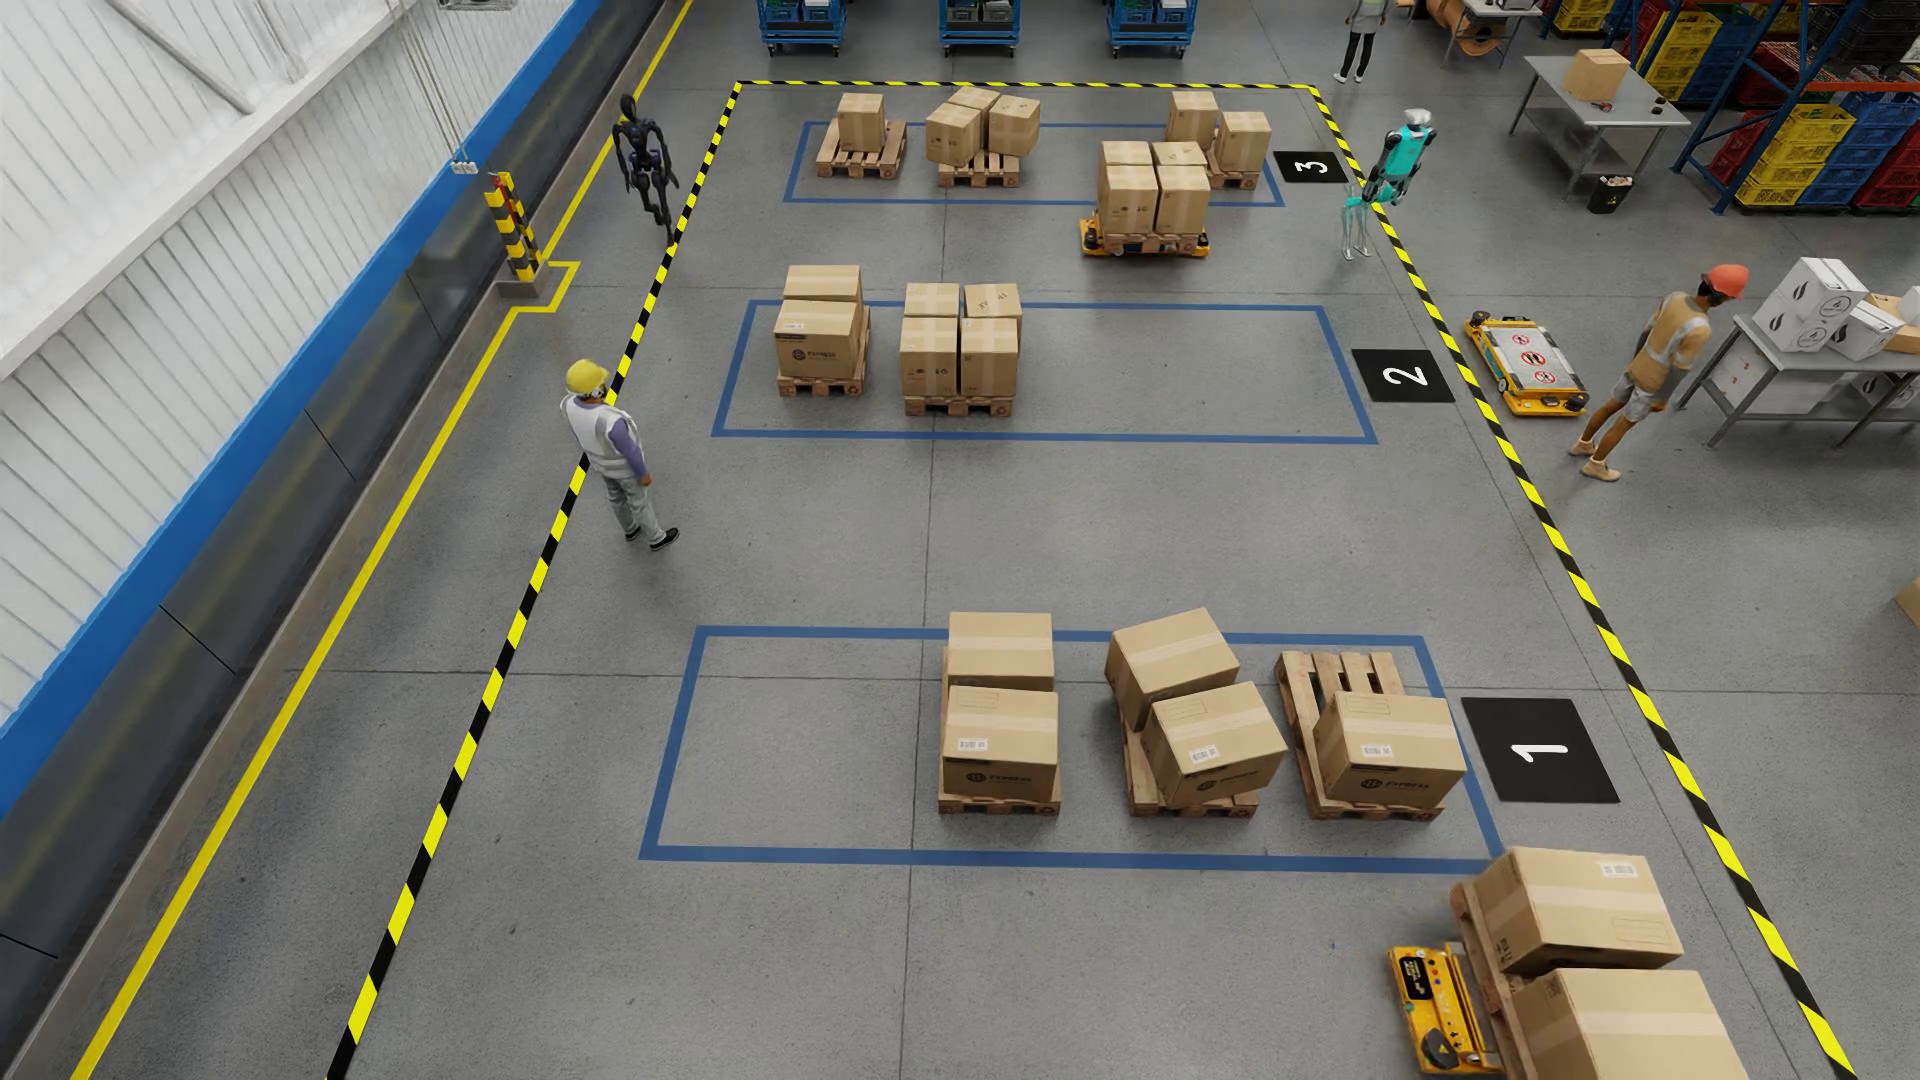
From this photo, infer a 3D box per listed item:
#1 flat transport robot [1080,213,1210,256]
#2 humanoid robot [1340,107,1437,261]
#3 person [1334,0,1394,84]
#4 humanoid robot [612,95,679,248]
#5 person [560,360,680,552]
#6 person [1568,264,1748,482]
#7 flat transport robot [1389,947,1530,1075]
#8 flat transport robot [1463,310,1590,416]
[{"bbox_3d":[2.129,-3.555,10.592,1.431,0.197,0.652,1,49,1],"label":"flat transport robot"},{"bbox_3d":[4.466,-3.854,9.810,0.533,1.675,0.735,-11,50,-9],"label":"humanoid robot"},{"bbox_3d":[5.756,-7.443,12.928,0.599,1.850,0.387,-2,49,-1],"label":"person"},{"bbox_3d":[-3.458,-4.145,10.203,0.589,1.640,0.623,-8,50,-7],"label":"humanoid robot"},{"bbox_3d":[-2.618,-0.622,7.034,0.587,1.837,0.404,23,53,19],"label":"person"},{"bbox_3d":[5.709,-1.354,7.539,0.386,2.035,0.604,4,49,4],"label":"person"},{"bbox_3d":[3.278,2.661,5.212,1.431,0.197,0.652,1,49,1],"label":"flat transport robot"},{"bbox_3d":[5.573,-1.757,9.054,0.659,0.231,1.431,1,49,1],"label":"flat transport robot"}]
